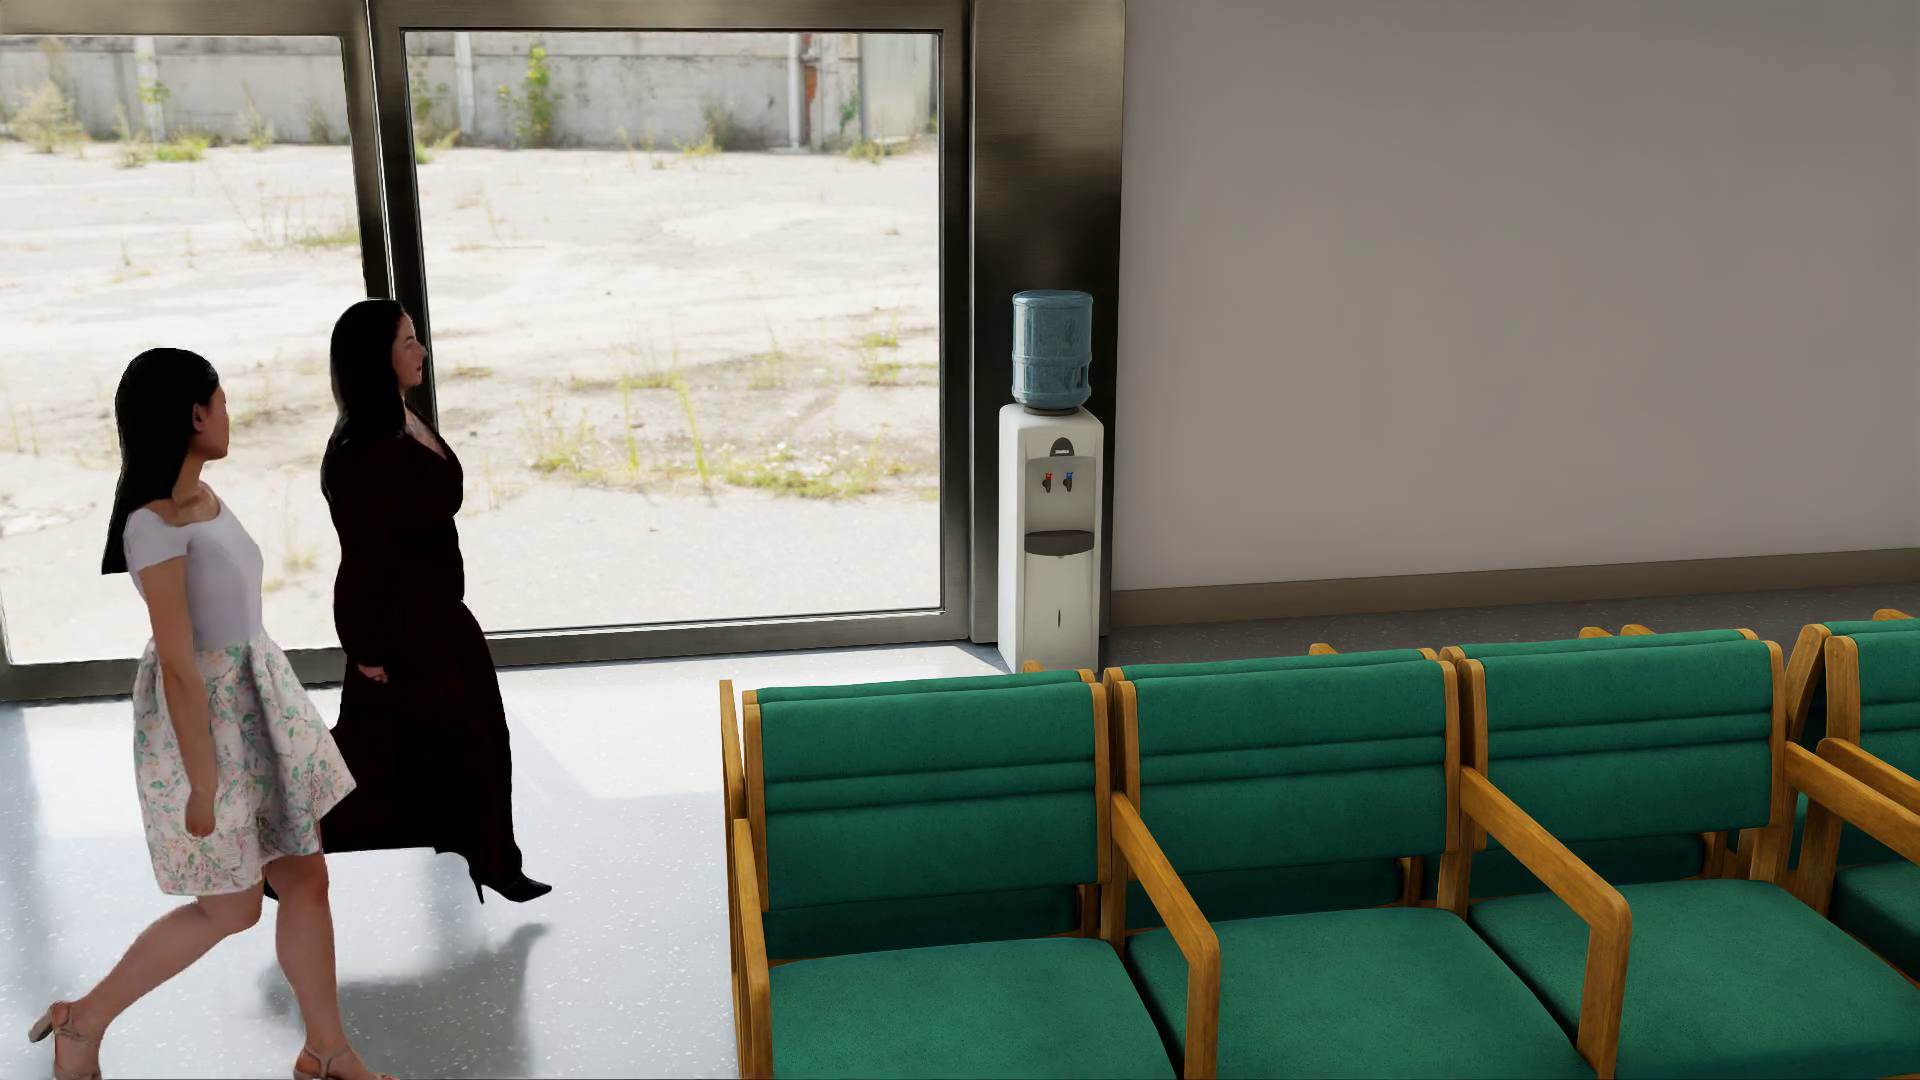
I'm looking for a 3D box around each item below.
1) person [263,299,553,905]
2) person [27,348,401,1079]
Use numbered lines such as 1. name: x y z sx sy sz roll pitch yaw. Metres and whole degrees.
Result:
1. person: -1.605 0.246 4.464 0.859 1.719 1.085 -6 17 -20
2. person: -1.663 0.491 3.554 0.704 1.742 0.909 -3 16 -10
